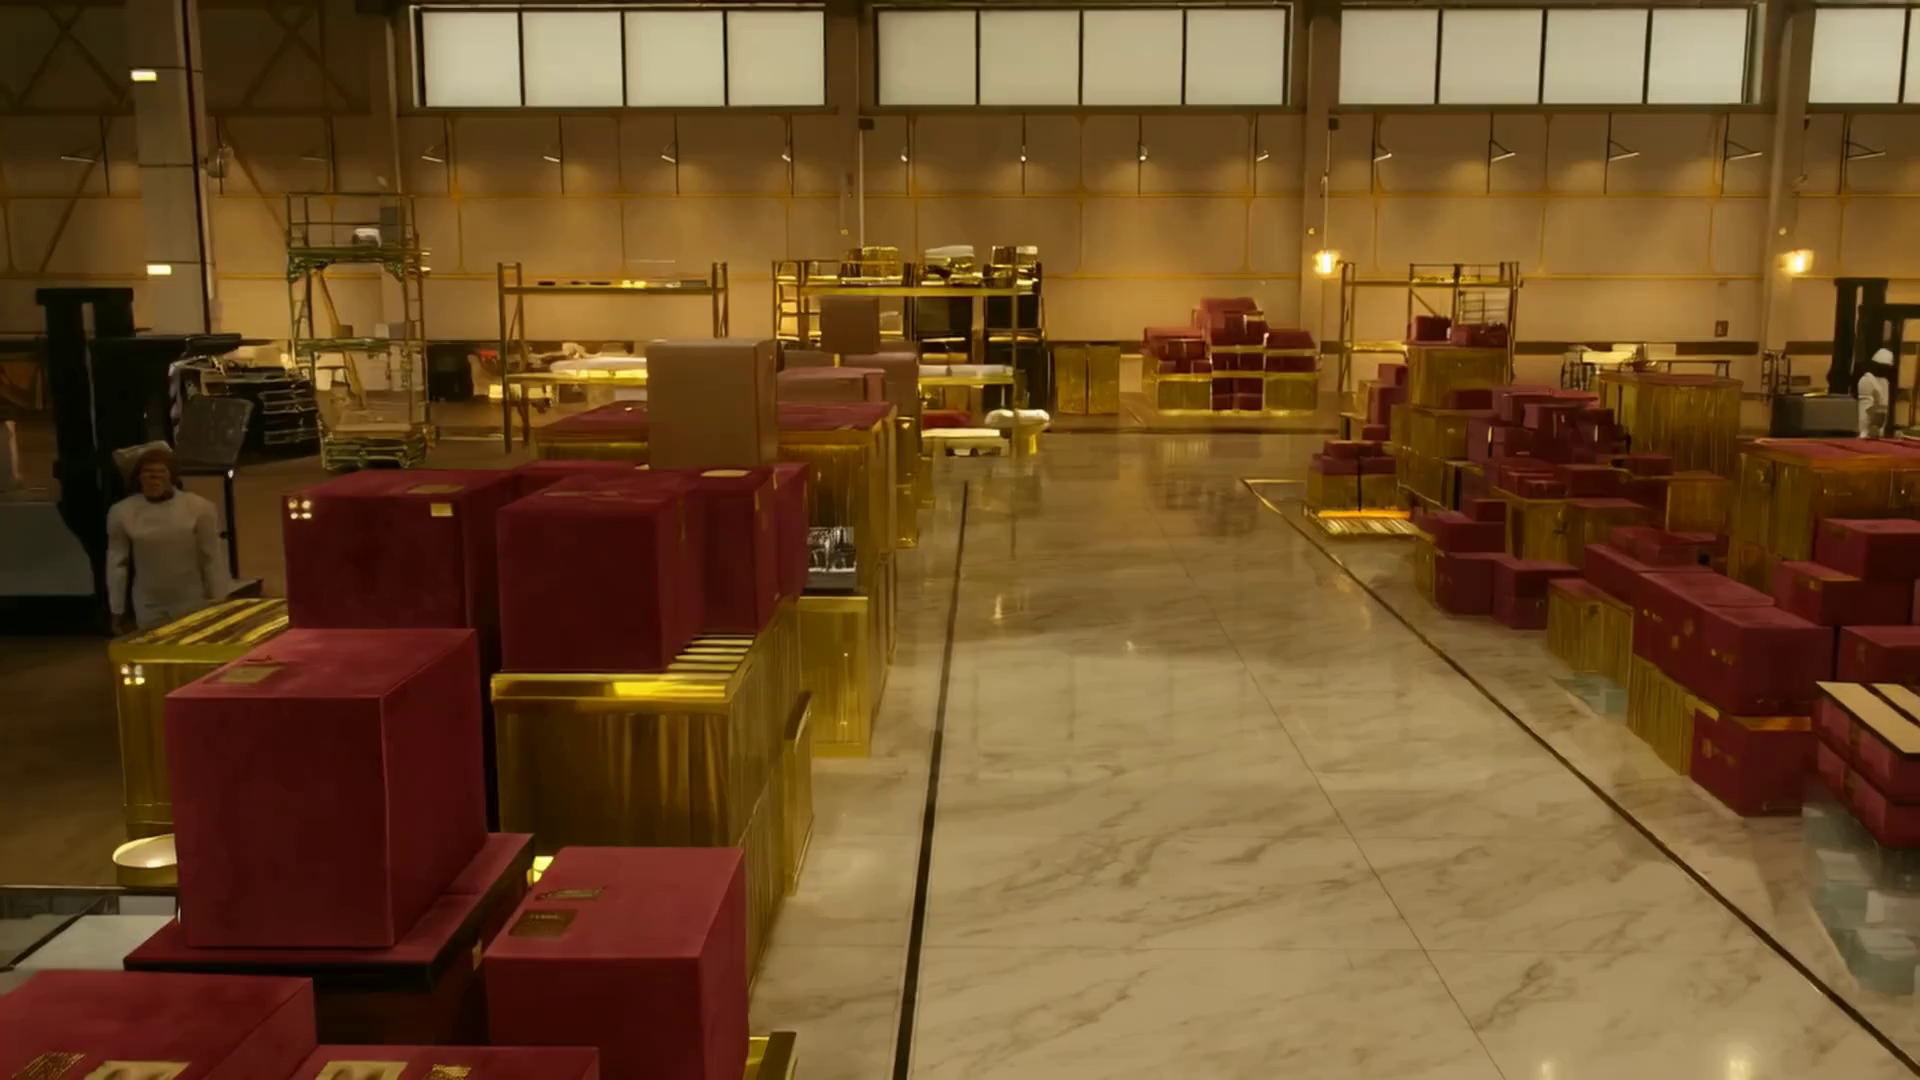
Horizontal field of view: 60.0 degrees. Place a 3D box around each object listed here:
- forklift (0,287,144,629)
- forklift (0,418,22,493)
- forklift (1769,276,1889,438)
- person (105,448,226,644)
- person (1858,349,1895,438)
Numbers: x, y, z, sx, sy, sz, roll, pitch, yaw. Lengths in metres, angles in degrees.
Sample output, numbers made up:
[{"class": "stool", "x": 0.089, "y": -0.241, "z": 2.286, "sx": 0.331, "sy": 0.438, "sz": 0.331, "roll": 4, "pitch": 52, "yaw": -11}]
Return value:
[{"class": "forklift", "x": -7.212, "y": -0.718, "z": 13.939, "sx": 1.873, "sy": 2.768, "sz": 1.129, "roll": 0, "pitch": 9, "yaw": 0}, {"class": "forklift", "x": -12.457, "y": -1.720, "z": 19.936, "sx": 1.873, "sy": 2.768, "sz": 1.129, "roll": -4, "pitch": 10, "yaw": -25}, {"class": "forklift", "x": 12.979, "y": -2.429, "z": 24.185, "sx": 1.873, "sy": 2.768, "sz": 1.129, "roll": 0, "pitch": 9, "yaw": 1}, {"class": "person", "x": -4.822, "y": 0.400, "z": 10.085, "sx": 0.652, "sy": 1.919, "sz": 0.568, "roll": -1, "pitch": 10, "yaw": -9}, {"class": "person", "x": 11.834, "y": -1.507, "z": 21.511, "sx": 0.542, "sy": 1.927, "sz": 0.374, "roll": -7, "pitch": 12, "yaw": -36}]
